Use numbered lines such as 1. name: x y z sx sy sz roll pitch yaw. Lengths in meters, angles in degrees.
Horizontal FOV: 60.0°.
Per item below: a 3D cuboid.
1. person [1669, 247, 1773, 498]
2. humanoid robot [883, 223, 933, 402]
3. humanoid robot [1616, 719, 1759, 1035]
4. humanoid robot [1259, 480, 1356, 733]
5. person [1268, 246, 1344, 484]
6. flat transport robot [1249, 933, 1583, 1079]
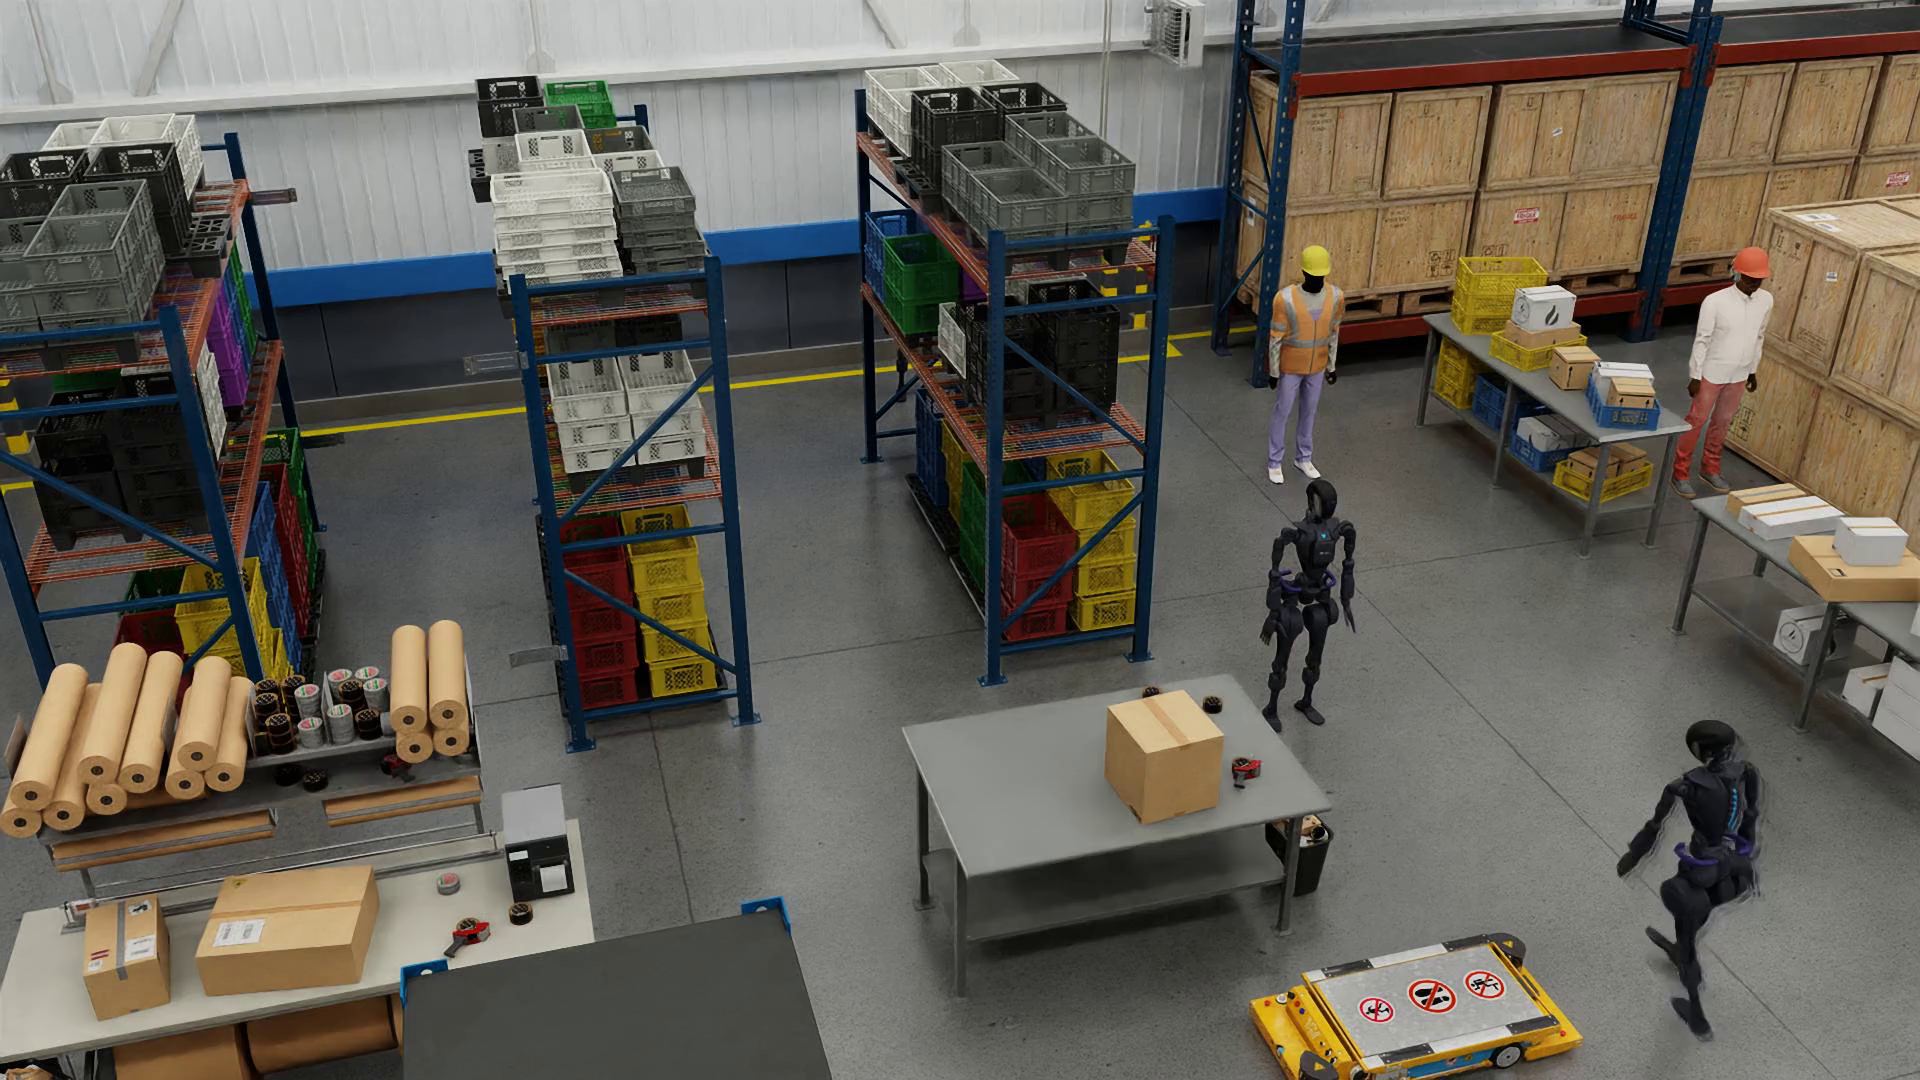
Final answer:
1. person: 5.837 -1.279 12.699 0.613 1.994 0.378 -8 30 -14
2. humanoid robot: -0.374 -2.000 14.324 0.596 1.657 0.323 -8 30 -14
3. humanoid robot: 3.521 1.550 7.918 0.595 1.625 0.669 -11 31 -19
4. humanoid robot: 2.087 0.397 9.962 0.596 1.657 0.323 -8 30 -14
5. person: 2.671 -1.364 12.923 0.588 1.926 0.365 -8 30 -14
6. flat transport robot: 2.184 2.282 7.980 1.431 0.197 0.652 -8 30 -14
